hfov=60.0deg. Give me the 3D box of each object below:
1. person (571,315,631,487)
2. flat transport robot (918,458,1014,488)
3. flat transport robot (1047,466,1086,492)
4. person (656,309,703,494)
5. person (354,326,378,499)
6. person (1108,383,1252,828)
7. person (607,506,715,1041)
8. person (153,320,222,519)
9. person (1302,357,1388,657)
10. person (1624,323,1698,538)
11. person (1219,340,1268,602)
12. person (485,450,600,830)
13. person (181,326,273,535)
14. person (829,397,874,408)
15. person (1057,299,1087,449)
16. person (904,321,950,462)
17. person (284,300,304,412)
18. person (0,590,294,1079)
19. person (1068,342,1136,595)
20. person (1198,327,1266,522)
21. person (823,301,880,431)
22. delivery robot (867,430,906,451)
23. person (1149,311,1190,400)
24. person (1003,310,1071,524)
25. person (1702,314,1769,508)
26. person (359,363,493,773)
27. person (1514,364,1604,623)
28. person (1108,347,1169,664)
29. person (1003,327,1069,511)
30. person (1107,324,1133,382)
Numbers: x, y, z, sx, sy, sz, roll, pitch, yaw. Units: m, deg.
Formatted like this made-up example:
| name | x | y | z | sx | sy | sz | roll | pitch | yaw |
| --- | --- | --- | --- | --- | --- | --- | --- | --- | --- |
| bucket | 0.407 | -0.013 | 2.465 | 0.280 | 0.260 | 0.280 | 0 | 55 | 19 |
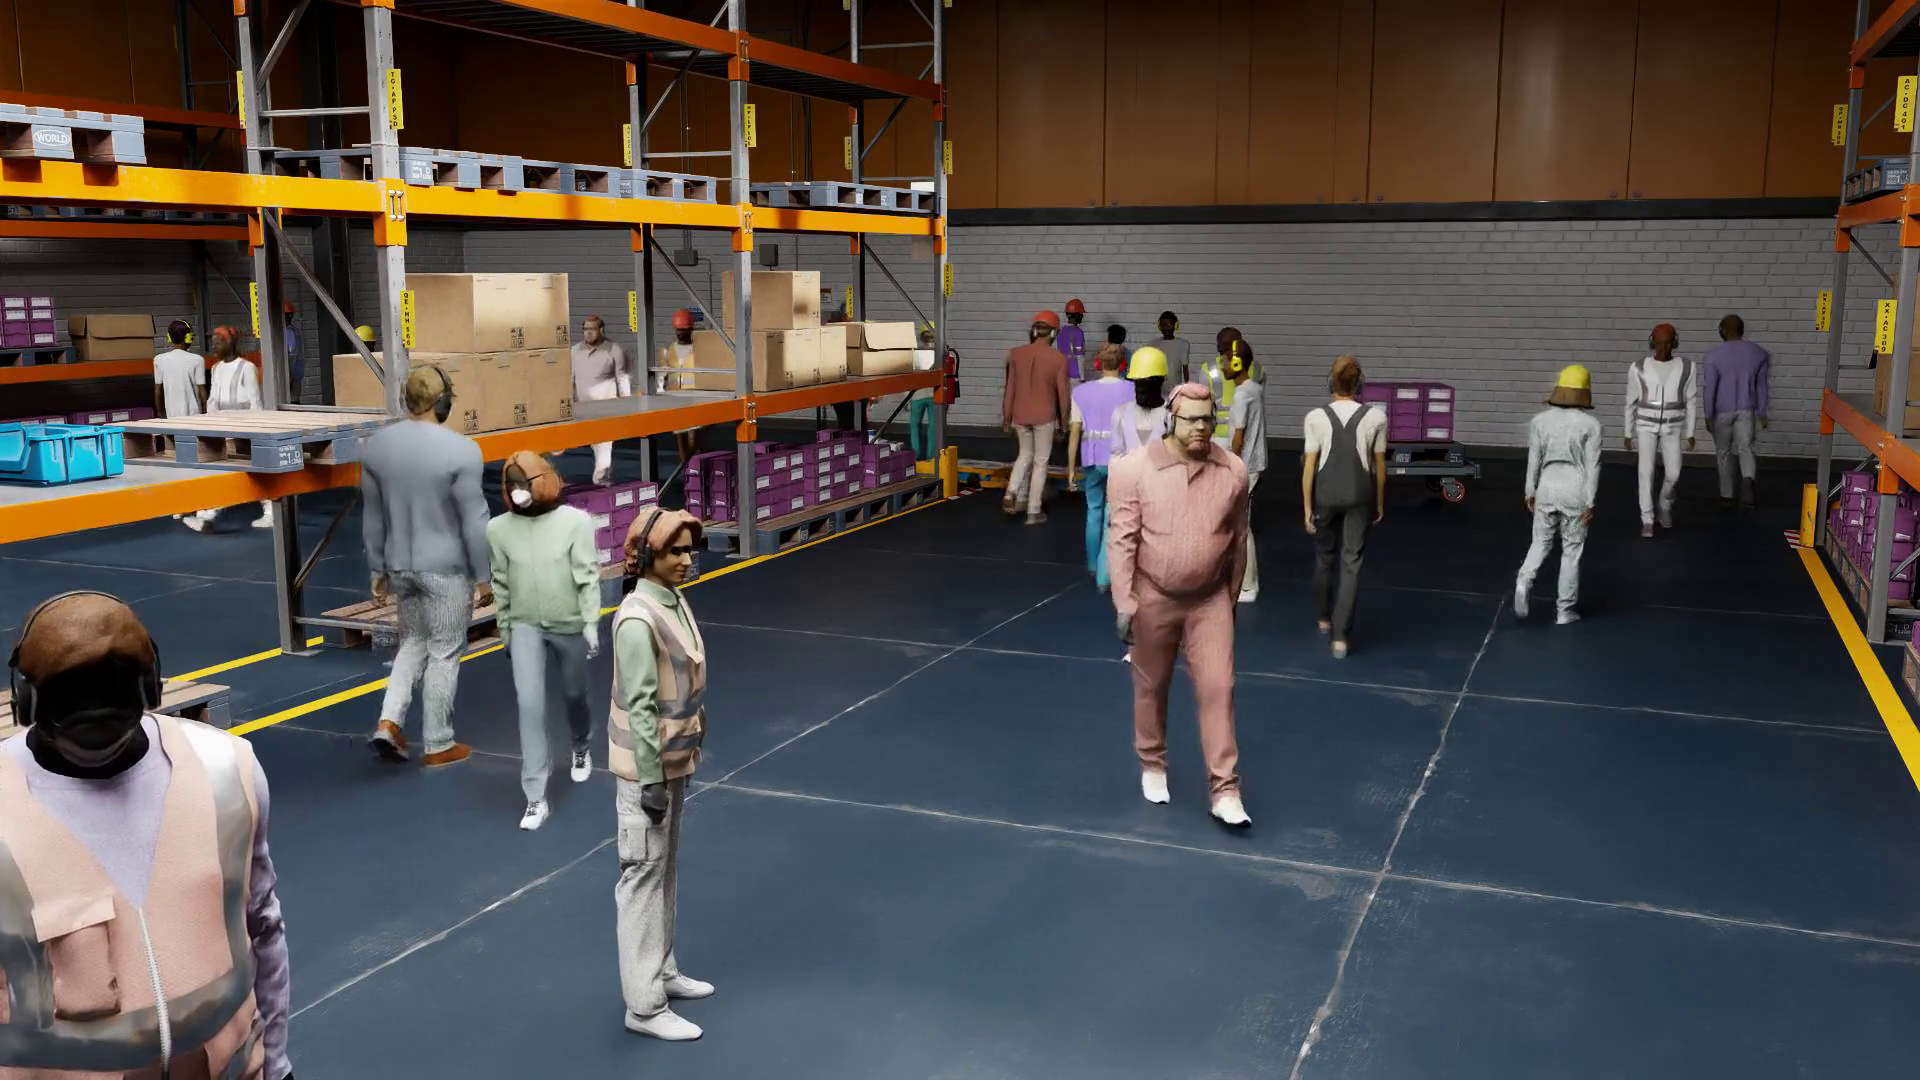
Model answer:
| name | x | y | z | sx | sy | sz | roll | pitch | yaw |
| --- | --- | --- | --- | --- | --- | --- | --- | --- | --- |
| person | -3.688 | -1.301 | 16.645 | 0.658 | 1.865 | 0.931 | 3 | 10 | 20 |
| flat transport robot | 0.045 | -0.739 | 18.069 | 1.431 | 0.197 | 0.652 | 6 | 11 | 32 |
| flat transport robot | 1.306 | -0.623 | 17.365 | 1.431 | 0.197 | 0.652 | 5 | 10 | 26 |
| person | -2.862 | -1.405 | 17.122 | 0.558 | 1.912 | 0.679 | 2 | 9 | 9 |
| person | -5.981 | -1.276 | 16.807 | 0.524 | 1.769 | 0.308 | 4 | 10 | 23 |
| person | 0.955 | 0.281 | 7.064 | 0.648 | 1.868 | 0.921 | -1 | 9 | -6 |
| person | -0.934 | 0.709 | 5.170 | 0.314 | 1.636 | 0.514 | 0 | 9 | 2 |
| person | -7.264 | -1.126 | 15.595 | 0.535 | 1.864 | 0.309 | 0 | 9 | 1 |
| person | 2.387 | -0.228 | 10.344 | 0.509 | 1.794 | 0.962 | 2 | 10 | 15 |
| person | 6.121 | -0.960 | 14.572 | 0.596 | 1.871 | 0.473 | 3 | 10 | 19 |
| person | 1.971 | -0.476 | 11.701 | 0.371 | 1.853 | 0.534 | 3 | 10 | 19 |
| person | -1.807 | 0.379 | 7.313 | 0.507 | 1.586 | 0.872 | -1 | 9 | -3 |
| person | -6.500 | -0.975 | 14.770 | 0.605 | 1.827 | 0.997 | 7 | 12 | 38 |
| person | -1.242 | -1.710 | 19.590 | 0.911 | 1.723 | 0.541 | 8 | 12 | 40 |
| person | 1.476 | -2.147 | 21.566 | 0.350 | 1.939 | 0.544 | -6 | 11 | -30 |
| person | -0.371 | -1.594 | 18.788 | 0.534 | 1.747 | 0.578 | -1 | 9 | -5 |
| person | -8.581 | -2.095 | 21.249 | 0.372 | 1.935 | 0.551 | -3 | 10 | -18 |
| person | -1.436 | 0.989 | 2.856 | 0.429 | 1.840 | 0.637 | 9 | 13 | 43 |
| person | 1.111 | -0.537 | 12.212 | 0.566 | 1.802 | 0.913 | 3 | 10 | 15 |
| person | 2.323 | -0.922 | 14.435 | 0.633 | 1.841 | 0.429 | -2 | 10 | -14 |
| person | -1.309 | -1.805 | 19.182 | 0.707 | 2.000 | 0.947 | 4 | 10 | 23 |
| delivery robot | -0.972 | -0.974 | 18.351 | 0.707 | 0.478 | 0.477 | 2 | 10 | 14 |
| person | 2.338 | -1.658 | 18.844 | 0.511 | 1.860 | 0.313 | 5 | 11 | 27 |
| person | 0.706 | -1.114 | 15.230 | 0.647 | 1.958 | 0.552 | 5 | 11 | 29 |
| person | 7.540 | -1.236 | 16.150 | 0.661 | 1.906 | 0.774 | 1 | 9 | 6 |
| person | -2.458 | 0.144 | 7.733 | 0.623 | 1.923 | 0.452 | 4 | 10 | 21 |
| person | 3.922 | -0.282 | 10.902 | 0.488 | 1.734 | 0.555 | 9 | 13 | 42 |
| person | 1.221 | -0.244 | 10.194 | 0.598 | 1.897 | 0.887 | 7 | 12 | 35 |
| person | 0.803 | -1.201 | 16.233 | 0.875 | 1.803 | 0.632 | -9 | 13 | -43 |
| person | 1.890 | -1.721 | 19.742 | 0.384 | 1.679 | 0.560 | -3 | 10 | -16 |
